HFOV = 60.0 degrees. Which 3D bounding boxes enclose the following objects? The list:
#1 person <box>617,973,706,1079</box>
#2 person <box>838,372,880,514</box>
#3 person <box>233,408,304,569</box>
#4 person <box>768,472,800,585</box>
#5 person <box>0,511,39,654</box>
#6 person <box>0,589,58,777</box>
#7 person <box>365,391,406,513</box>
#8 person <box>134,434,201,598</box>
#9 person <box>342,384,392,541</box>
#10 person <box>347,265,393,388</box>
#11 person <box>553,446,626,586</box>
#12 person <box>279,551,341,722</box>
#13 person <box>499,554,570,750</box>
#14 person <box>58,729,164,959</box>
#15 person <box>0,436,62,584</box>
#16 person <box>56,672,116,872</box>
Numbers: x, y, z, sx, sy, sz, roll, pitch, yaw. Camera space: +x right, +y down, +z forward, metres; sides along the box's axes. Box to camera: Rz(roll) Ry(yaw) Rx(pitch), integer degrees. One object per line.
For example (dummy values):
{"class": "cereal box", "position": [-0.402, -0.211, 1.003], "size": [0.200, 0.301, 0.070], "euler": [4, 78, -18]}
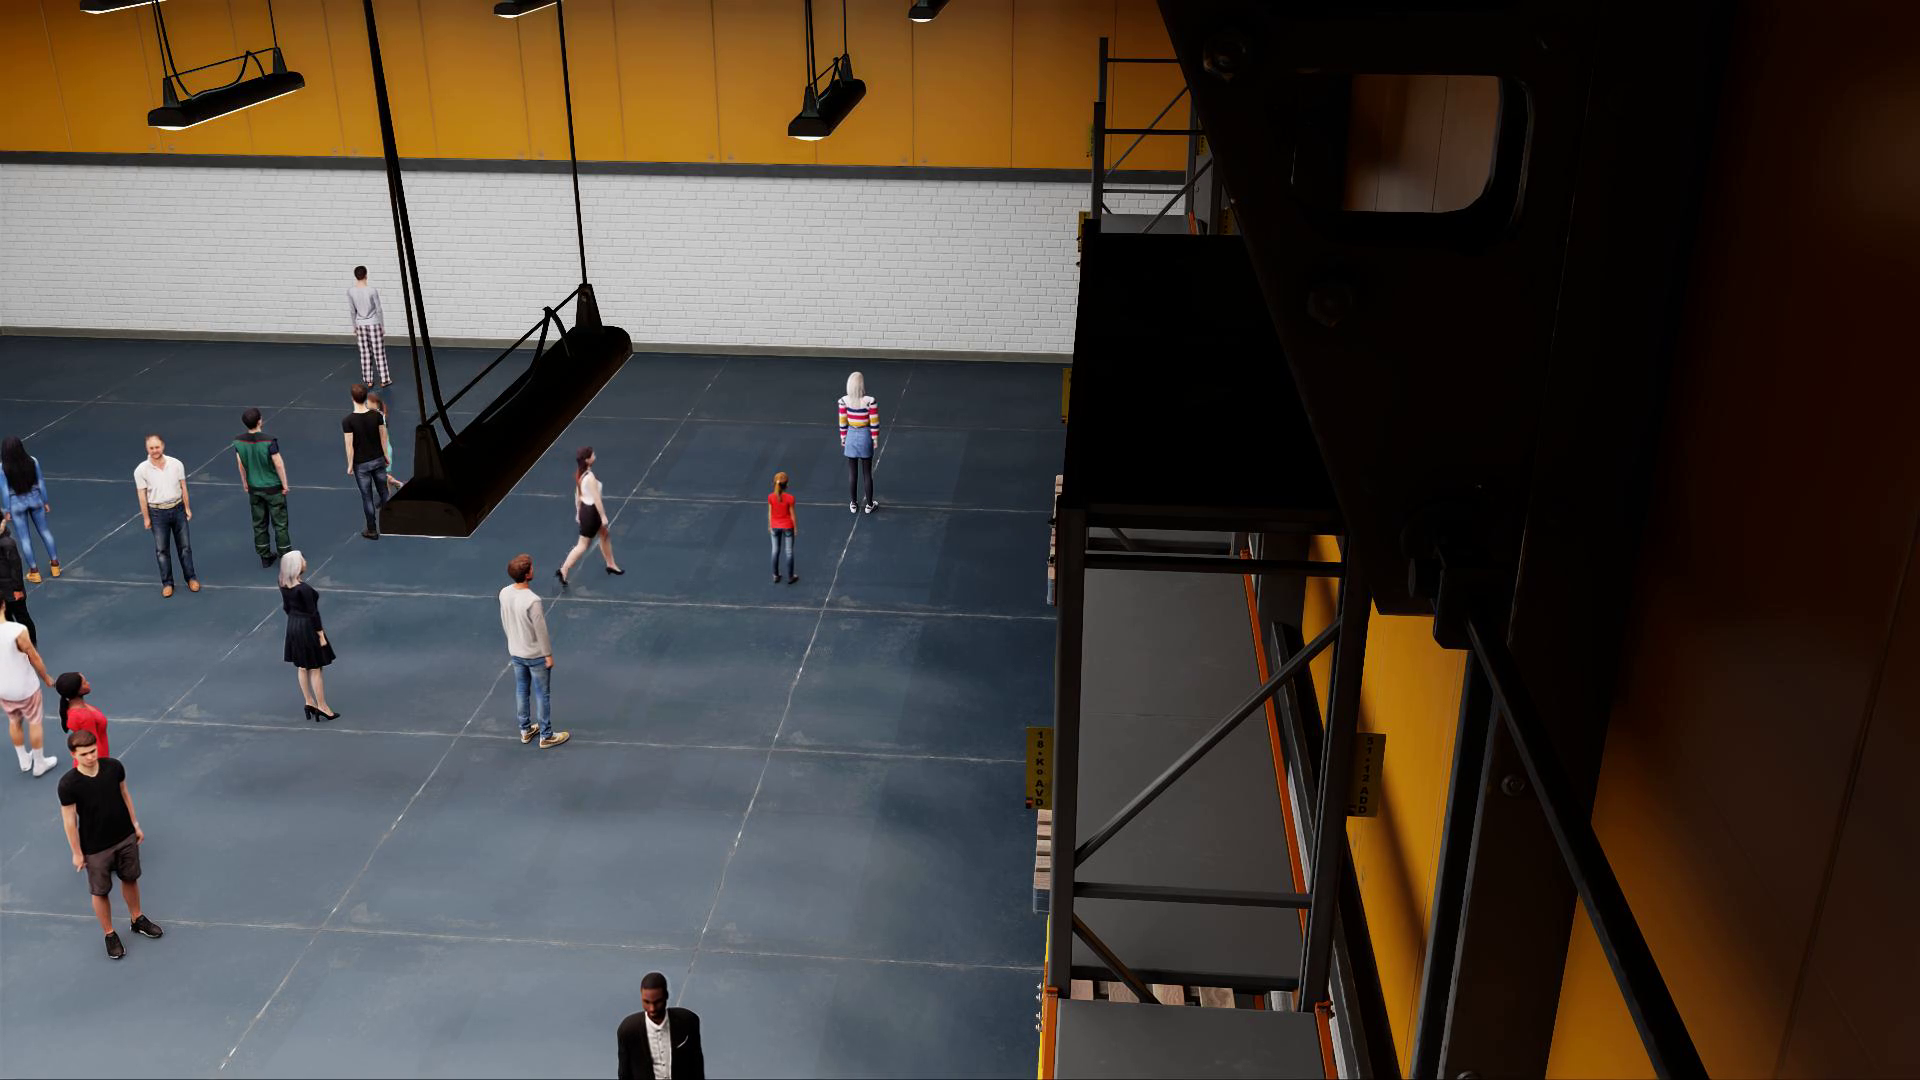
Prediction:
{"class": "person", "position": [-1.786, 3.373, 10.041], "size": [0.731, 1.800, 0.671], "euler": [-6, 24, -13]}
{"class": "person", "position": [-1.249, -1.212, 20.521], "size": [0.671, 1.808, 0.553], "euler": [4, 24, 10]}
{"class": "person", "position": [-7.944, -0.605, 19.016], "size": [0.673, 1.901, 0.547], "euler": [2, 24, 6]}
{"class": "person", "position": [-1.998, -0.137, 18.686], "size": [0.494, 1.308, 0.495], "euler": [4, 24, 10]}
{"class": "person", "position": [-9.619, 0.456, 16.742], "size": [0.661, 1.778, 0.623], "euler": [6, 24, 13]}
{"class": "person", "position": [-8.424, 1.292, 14.827], "size": [0.651, 1.781, 0.616], "euler": [1, 24, 2]}
{"class": "person", "position": [-7.106, -1.106, 20.597], "size": [0.817, 1.552, 0.788], "euler": [-13, 27, -27]}
{"class": "person", "position": [-8.774, -0.313, 18.405], "size": [0.754, 1.856, 0.776], "euler": [-13, 27, -27]}
{"class": "person", "position": [-7.022, -0.935, 19.775], "size": [0.751, 1.897, 0.805], "euler": [-18, 29, -35]}
{"class": "person", "position": [-8.919, -3.221, 25.068], "size": [0.640, 1.847, 0.559], "euler": [0, 24, 0]}
{"class": "person", "position": [-4.189, -0.220, 18.494], "size": [1.043, 1.613, 1.062], "euler": [-14, 27, -30]}
{"class": "person", "position": [-6.191, 0.899, 15.769], "size": [0.697, 1.746, 0.713], "euler": [14, 27, 30]}
{"class": "person", "position": [-3.963, 1.019, 15.297], "size": [0.752, 1.904, 0.728], "euler": [13, 27, 27]}
{"class": "person", "position": [-6.445, 2.239, 12.560], "size": [0.833, 1.861, 0.709], "euler": [17, 29, 33]}
{"class": "person", "position": [-10.484, -0.361, 18.692], "size": [0.745, 1.712, 0.661], "euler": [21, 31, 39]}
{"class": "person", "position": [-7.047, 1.868, 13.504], "size": [0.777, 1.784, 0.726], "euler": [-21, 31, -39]}
